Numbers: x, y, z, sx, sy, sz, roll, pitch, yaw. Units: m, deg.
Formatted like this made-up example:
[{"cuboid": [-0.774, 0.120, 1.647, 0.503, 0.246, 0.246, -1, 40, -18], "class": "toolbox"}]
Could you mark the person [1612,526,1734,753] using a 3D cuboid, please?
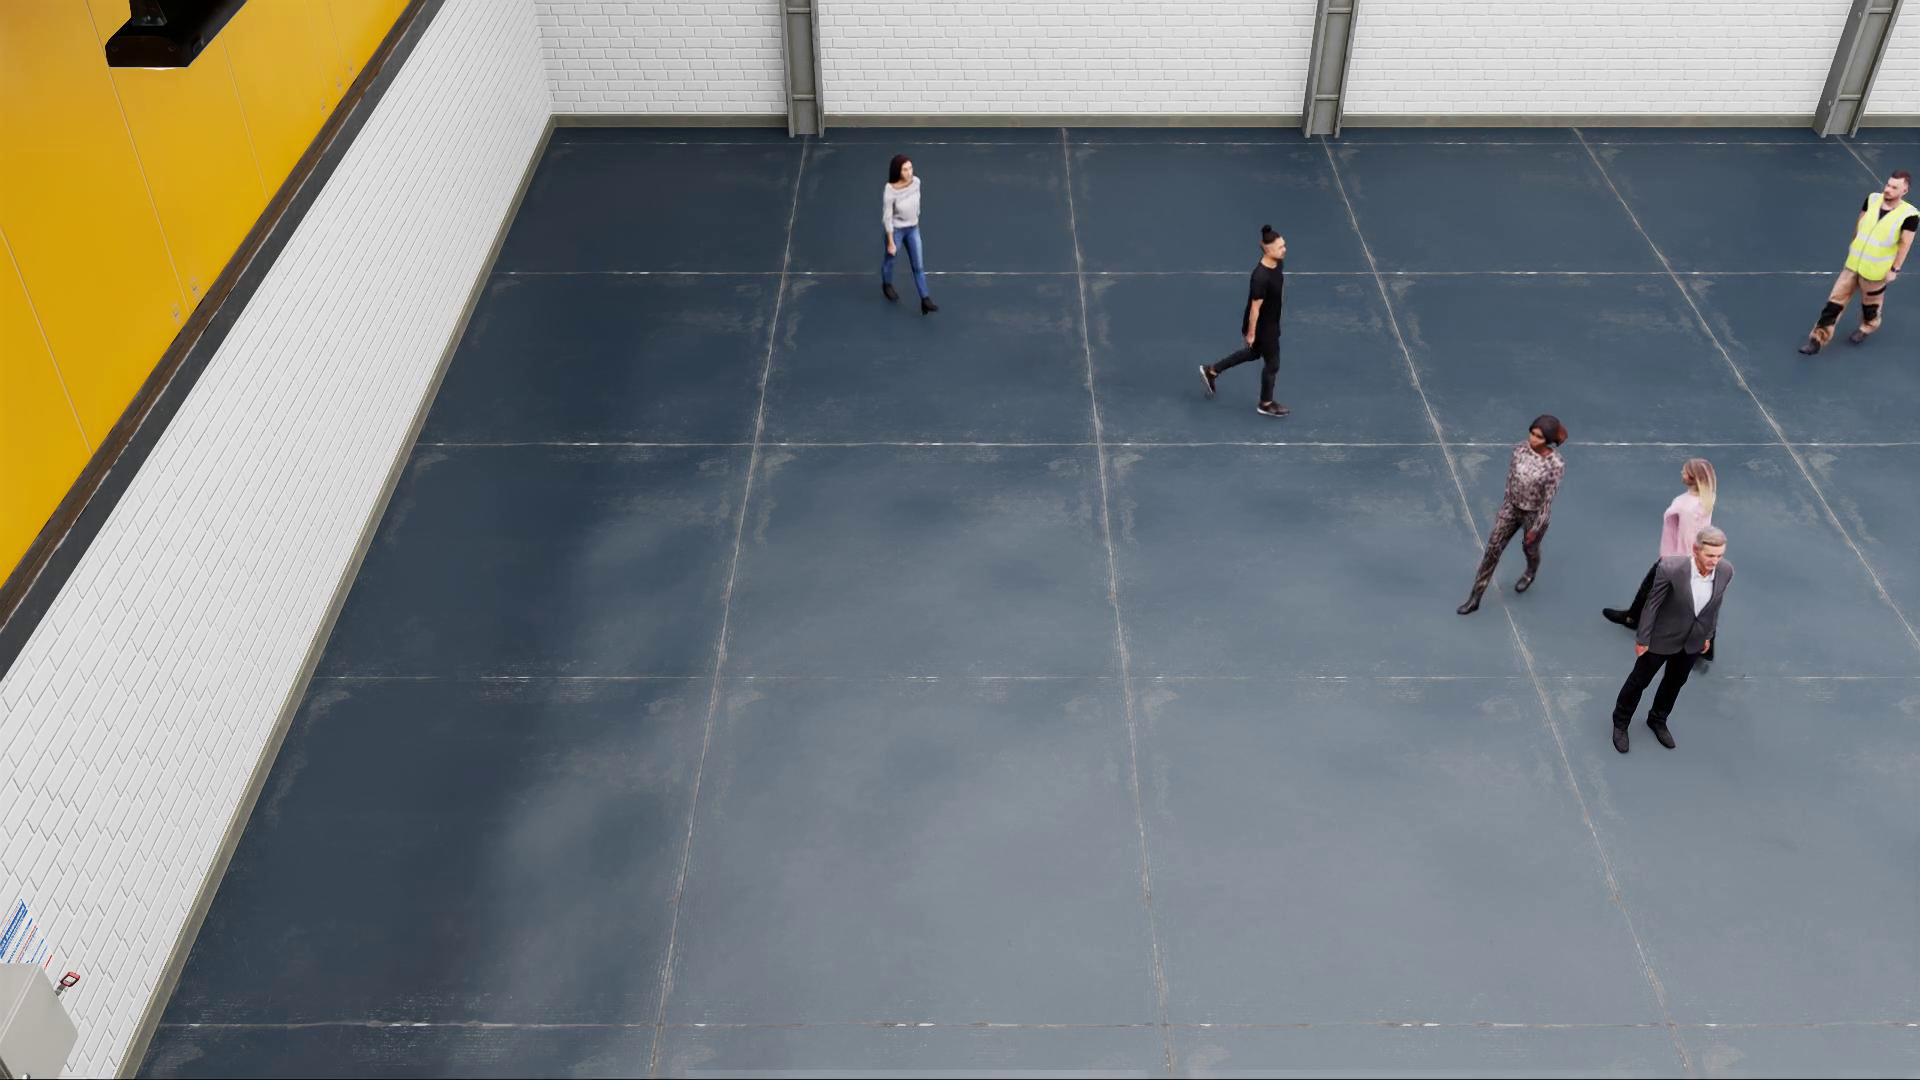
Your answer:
[{"cuboid": [4.810, 0.644, 11.188, 0.566, 1.836, 0.786, -4, 39, -5], "class": "person"}]

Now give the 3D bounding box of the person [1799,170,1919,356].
[{"cuboid": [8.359, -2.534, 15.197, 1.304, 1.799, 1.148, -23, 44, -26], "class": "person"}]

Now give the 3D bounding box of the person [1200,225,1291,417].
[{"cuboid": [2.541, -1.922, 14.403, 1.176, 1.834, 0.900, 13, 40, 15], "class": "person"}]

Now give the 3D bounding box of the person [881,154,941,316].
[{"cuboid": [-0.617, -2.939, 15.879, 1.069, 1.582, 1.073, -26, 45, -29], "class": "person"}]

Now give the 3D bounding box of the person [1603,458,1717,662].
[{"cuboid": [5.258, 0.178, 11.928, 1.082, 1.642, 1.150, -31, 48, -33], "class": "person"}]

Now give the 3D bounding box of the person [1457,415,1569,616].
[{"cuboid": [4.267, -0.208, 12.389, 1.149, 1.669, 1.056, -30, 47, -32], "class": "person"}]
